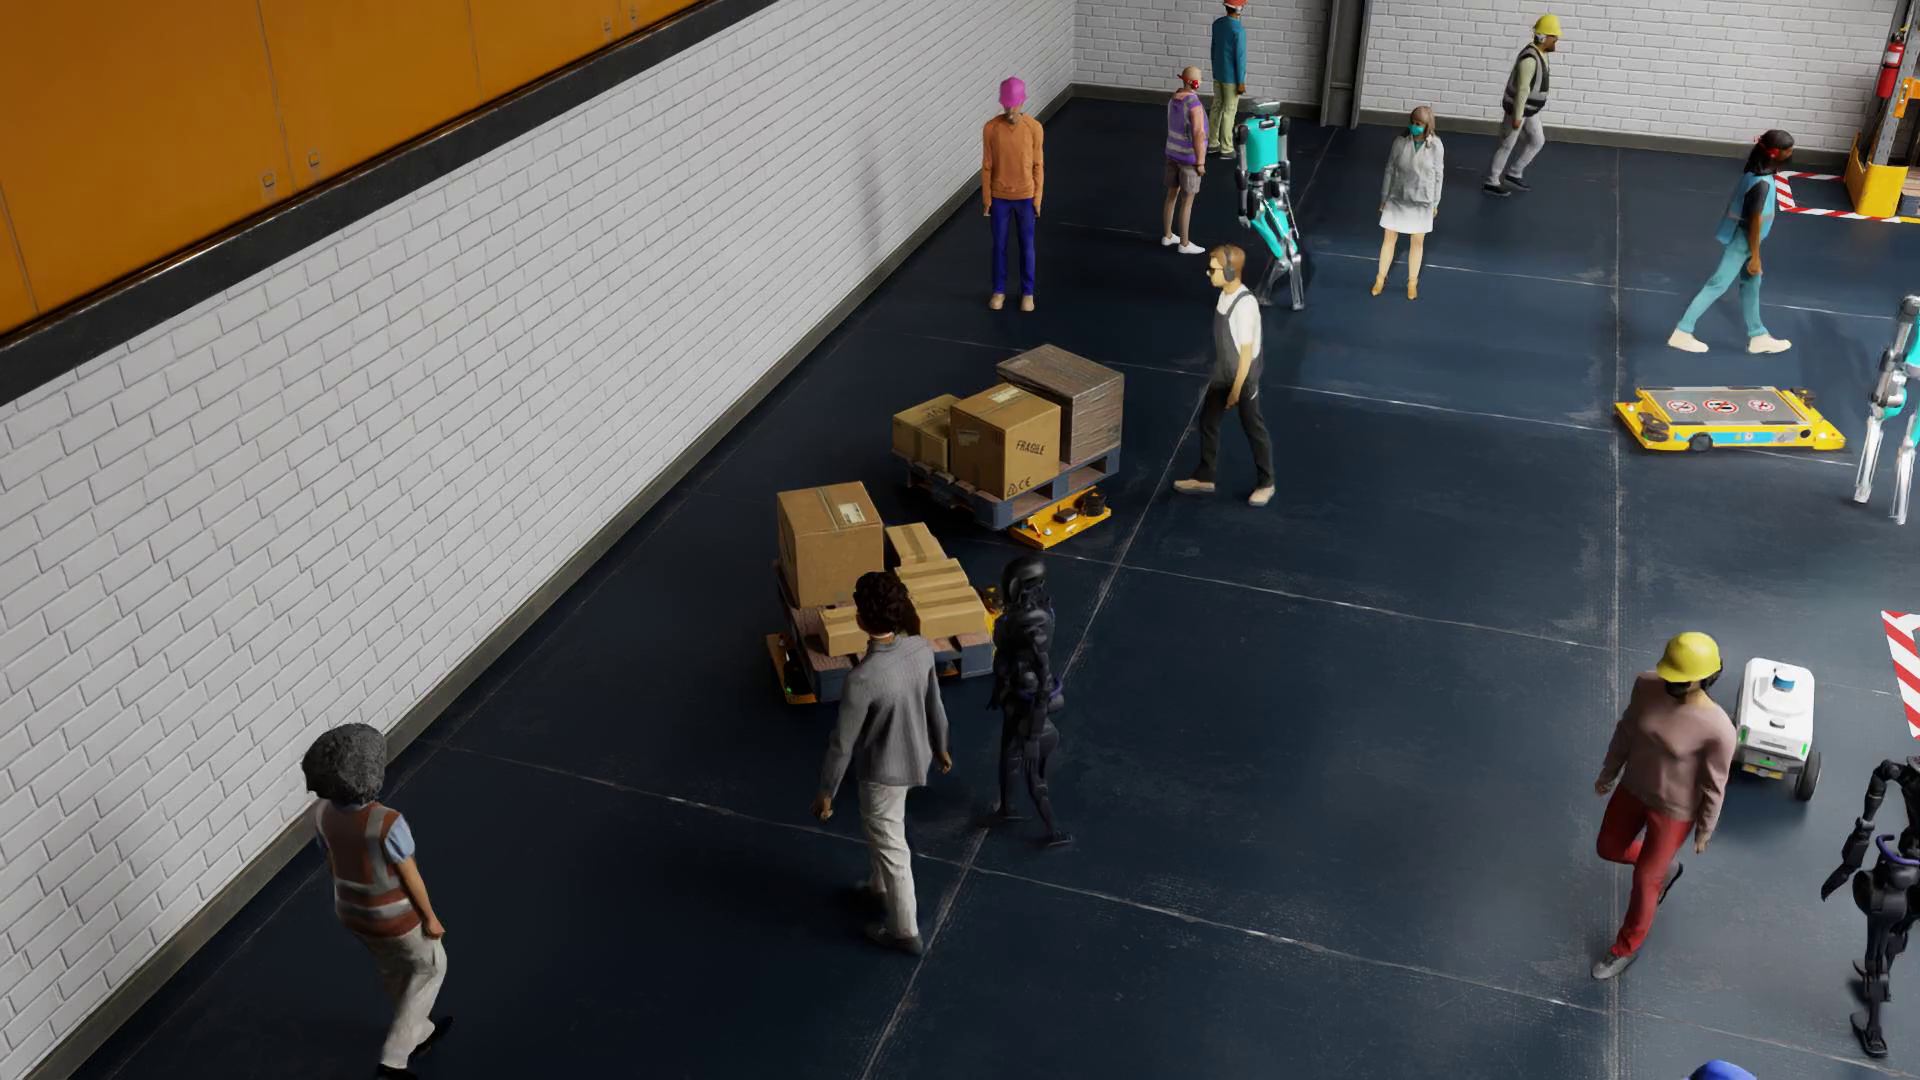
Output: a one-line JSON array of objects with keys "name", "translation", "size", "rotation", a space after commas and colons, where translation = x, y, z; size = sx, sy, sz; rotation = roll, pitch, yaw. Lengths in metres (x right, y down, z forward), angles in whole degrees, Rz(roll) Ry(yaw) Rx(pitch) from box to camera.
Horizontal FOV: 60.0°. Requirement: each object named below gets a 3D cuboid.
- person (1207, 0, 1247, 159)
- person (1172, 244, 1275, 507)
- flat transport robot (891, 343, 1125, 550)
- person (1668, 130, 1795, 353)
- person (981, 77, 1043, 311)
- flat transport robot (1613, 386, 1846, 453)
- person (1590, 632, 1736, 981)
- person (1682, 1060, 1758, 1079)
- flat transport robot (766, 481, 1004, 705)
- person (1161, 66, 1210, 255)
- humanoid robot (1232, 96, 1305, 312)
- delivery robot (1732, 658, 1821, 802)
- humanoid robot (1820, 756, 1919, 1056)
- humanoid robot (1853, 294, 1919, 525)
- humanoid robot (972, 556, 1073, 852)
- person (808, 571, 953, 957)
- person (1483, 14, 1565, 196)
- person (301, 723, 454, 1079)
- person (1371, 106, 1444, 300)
[{"name": "person", "translation": [2.838, -4.909, 17.505], "size": [0.320, 1.755, 0.571], "rotation": [-13, 33, -21]}, {"name": "person", "translation": [1.838, -1.083, 10.966], "size": [0.682, 1.804, 0.522], "rotation": [-7, 31, -11]}, {"name": "flat transport robot", "translation": [0.275, -0.366, 11.248], "size": [0.659, 0.231, 1.431], "rotation": [-26, 39, -37]}, {"name": "person", "translation": [6.181, -2.302, 13.022], "size": [0.906, 1.821, 0.567], "rotation": [13, 33, 20]}, {"name": "person", "translation": [0.430, -2.867, 13.829], "size": [0.515, 1.974, 0.407], "rotation": [3, 31, 5]}, {"name": "flat transport robot", "translation": [5.600, -0.881, 12.124], "size": [1.431, 0.231, 0.659], "rotation": [0, 30, -1]}, {"name": "person", "translation": [3.095, 1.112, 7.273], "size": [0.589, 1.746, 0.550], "rotation": [-15, 34, -24]}, {"name": "person", "translation": [2.325, 2.346, 5.157], "size": [0.487, 1.756, 0.549], "rotation": [-19, 36, -29]}, {"name": "flat transport robot", "translation": [-0.359, 0.593, 9.616], "size": [1.431, 0.231, 0.659], "rotation": [-9, 32, -14]}, {"name": "person", "translation": [2.033, -3.434, 15.061], "size": [0.348, 1.694, 0.481], "rotation": [-16, 34, -25]}, {"name": "humanoid robot", "translation": [2.662, -2.720, 13.804], "size": [0.605, 1.768, 0.866], "rotation": [-15, 34, -24]}, {"name": "delivery robot", "translation": [4.251, 0.965, 8.713], "size": [0.499, 0.606, 0.805], "rotation": [13, 33, 21]}, {"name": "humanoid robot", "translation": [3.941, 1.368, 6.921], "size": [0.610, 1.646, 0.549], "rotation": [2, 31, 4]}, {"name": "humanoid robot", "translation": [6.200, -0.987, 10.862], "size": [0.531, 1.794, 0.751], "rotation": [9, 32, 15]}, {"name": "humanoid robot", "translation": [0.328, 0.789, 7.915], "size": [0.416, 1.660, 0.584], "rotation": [-10, 32, -17]}, {"name": "person", "translation": [-0.367, 0.989, 7.353], "size": [0.675, 1.871, 0.690], "rotation": [25, 39, 36]}, {"name": "person", "translation": [5.552, -4.267, 16.381], "size": [0.540, 1.800, 0.594], "rotation": [20, 36, 30]}, {"name": "person", "translation": [-2.336, 1.504, 6.676], "size": [0.473, 1.669, 0.466], "rotation": [12, 32, 19]}, {"name": "person", "translation": [3.810, -2.852, 14.095], "size": [0.488, 1.656, 0.340], "rotation": [11, 32, 17]}]
